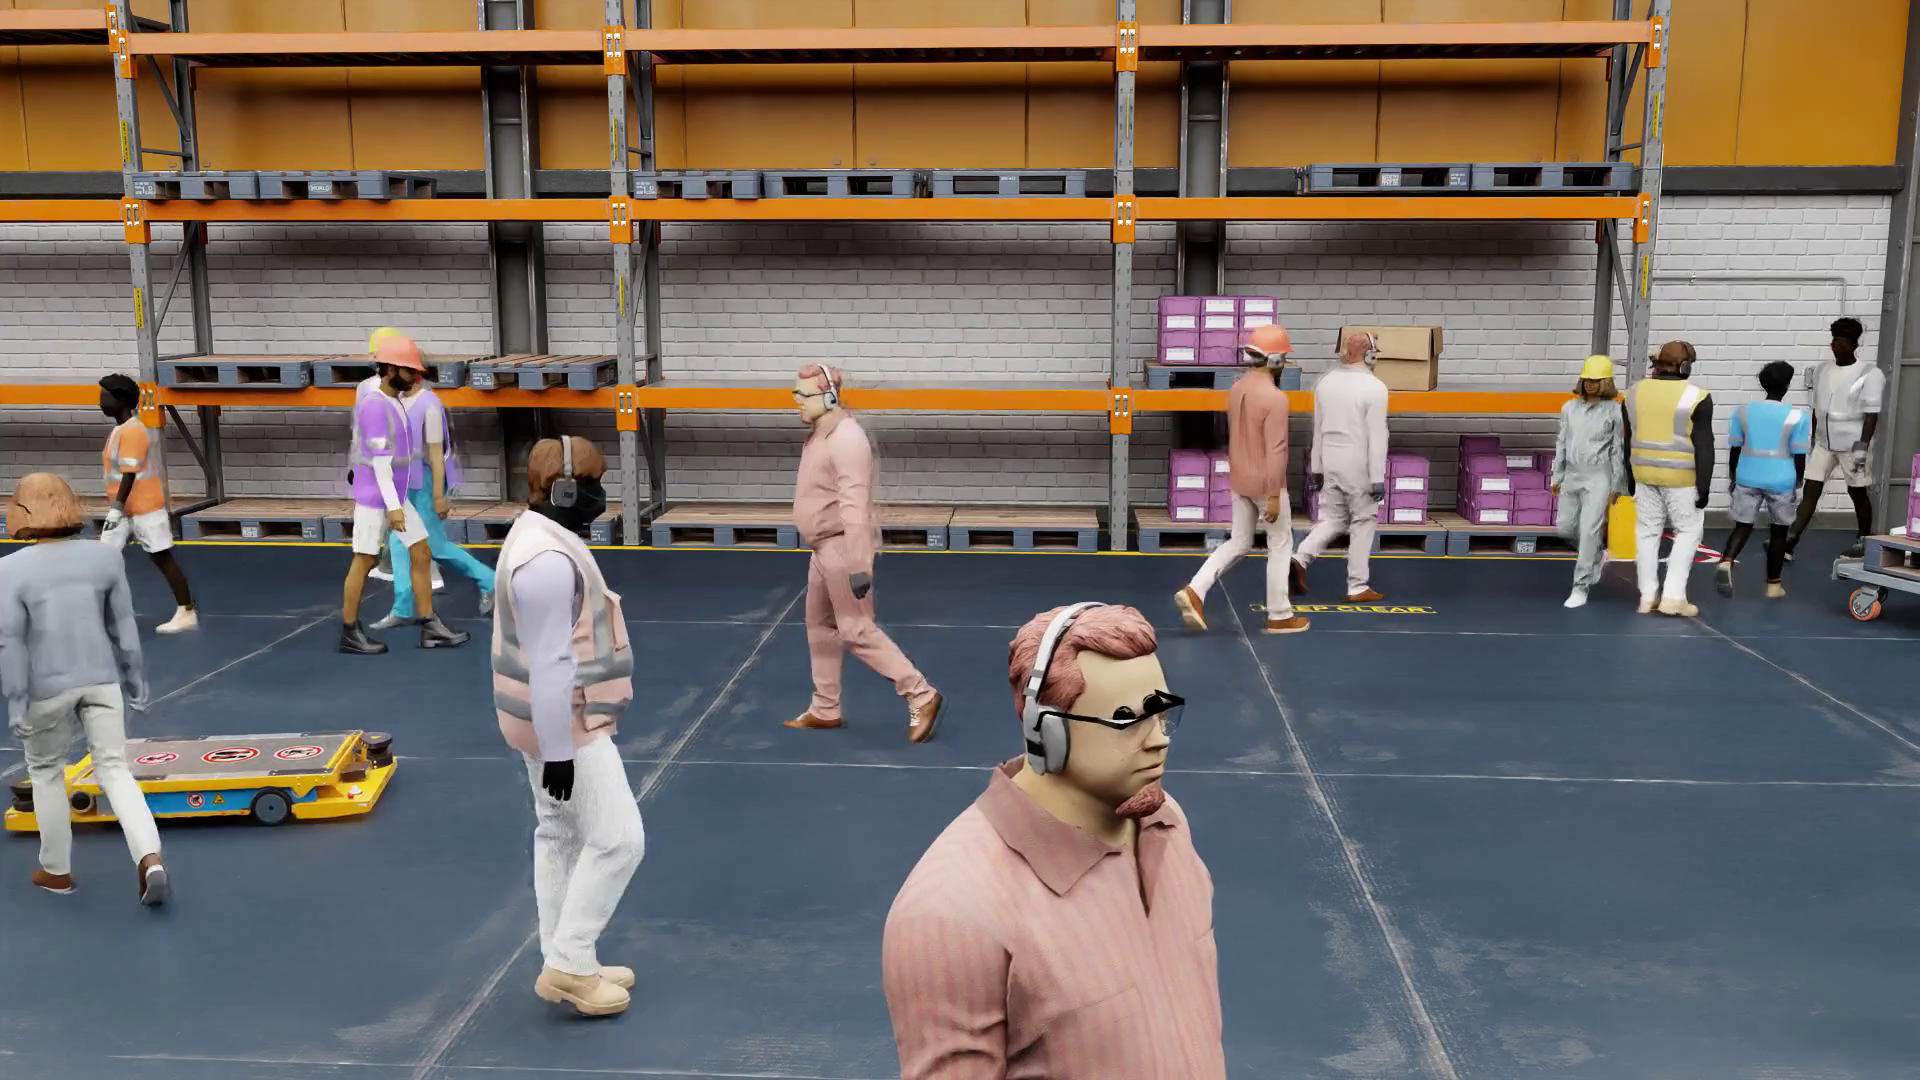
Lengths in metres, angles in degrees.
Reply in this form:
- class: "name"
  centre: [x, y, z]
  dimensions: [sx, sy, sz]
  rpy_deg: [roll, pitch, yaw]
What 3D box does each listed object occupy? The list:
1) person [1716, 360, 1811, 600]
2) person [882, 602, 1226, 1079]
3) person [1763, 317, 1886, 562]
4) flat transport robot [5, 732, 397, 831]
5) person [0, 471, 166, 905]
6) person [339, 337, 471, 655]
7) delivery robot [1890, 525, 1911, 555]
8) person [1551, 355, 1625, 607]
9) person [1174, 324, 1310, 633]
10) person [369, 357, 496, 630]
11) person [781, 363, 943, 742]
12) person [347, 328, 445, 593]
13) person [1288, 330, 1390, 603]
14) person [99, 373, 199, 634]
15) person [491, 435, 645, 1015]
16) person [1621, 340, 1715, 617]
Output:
- class: "person"
  centre: [5.496, -0.391, 11.393]
  dimensions: [0.543, 1.679, 0.689]
  rpy_deg: [10, 14, 44]
- class: "person"
  centre: [0.183, 1.027, 2.417]
  dimensions: [0.408, 1.909, 0.638]
  rpy_deg: [7, 12, 36]
- class: "person"
  centre: [6.745, -0.755, 12.830]
  dimensions: [1.009, 1.904, 0.621]
  rpy_deg: [-5, 11, -25]
- class: "flat transport robot"
  centre: [-3.238, 1.027, 7.195]
  dimensions: [1.431, 0.197, 0.652]
  rpy_deg: [-2, 10, -8]
- class: "person"
  centre: [-3.211, 0.553, 6.090]
  dimensions: [0.716, 1.605, 0.512]
  rpy_deg: [7, 12, 37]
- class: "person"
  centre: [-3.344, -0.251, 9.913]
  dimensions: [0.883, 1.889, 0.603]
  rpy_deg: [0, 10, 2]
- class: "delivery robot"
  centre: [7.024, 0.049, 11.822]
  dimensions: [0.477, 0.478, 0.707]
  rpy_deg: [-7, 12, -36]
- class: "person"
  centre: [4.358, -0.419, 11.428]
  dimensions: [0.641, 1.718, 0.493]
  rpy_deg: [-8, 12, -38]
- class: "person"
  centre: [1.792, -0.359, 10.363]
  dimensions: [0.862, 1.968, 0.617]
  rpy_deg: [-4, 11, -24]
- class: "person"
  centre: [-3.403, -0.338, 10.716]
  dimensions: [0.803, 1.813, 0.566]
  rpy_deg: [-8, 13, -40]
- class: "person"
  centre: [-0.492, 0.061, 8.206]
  dimensions: [0.726, 1.884, 0.678]
  rpy_deg: [-2, 10, -11]
- class: "person"
  centre: [-3.994, -0.563, 11.831]
  dimensions: [0.961, 1.877, 0.584]
  rpy_deg: [6, 11, 30]
- class: "person"
  centre: [2.605, -0.481, 11.328]
  dimensions: [0.660, 1.885, 0.640]
  rpy_deg: [-5, 11, -27]
- class: "person"
  centre: [-5.217, -0.195, 10.301]
  dimensions: [0.883, 1.650, 0.546]
  rpy_deg: [-8, 13, -39]
- class: "person"
  centre: [-1.214, 0.584, 5.223]
  dimensions: [0.474, 1.831, 0.661]
  rpy_deg: [-3, 10, -15]
- class: "person"
  centre: [4.674, -0.396, 10.981]
  dimensions: [0.429, 1.836, 0.629]
  rpy_deg: [-7, 12, -37]
